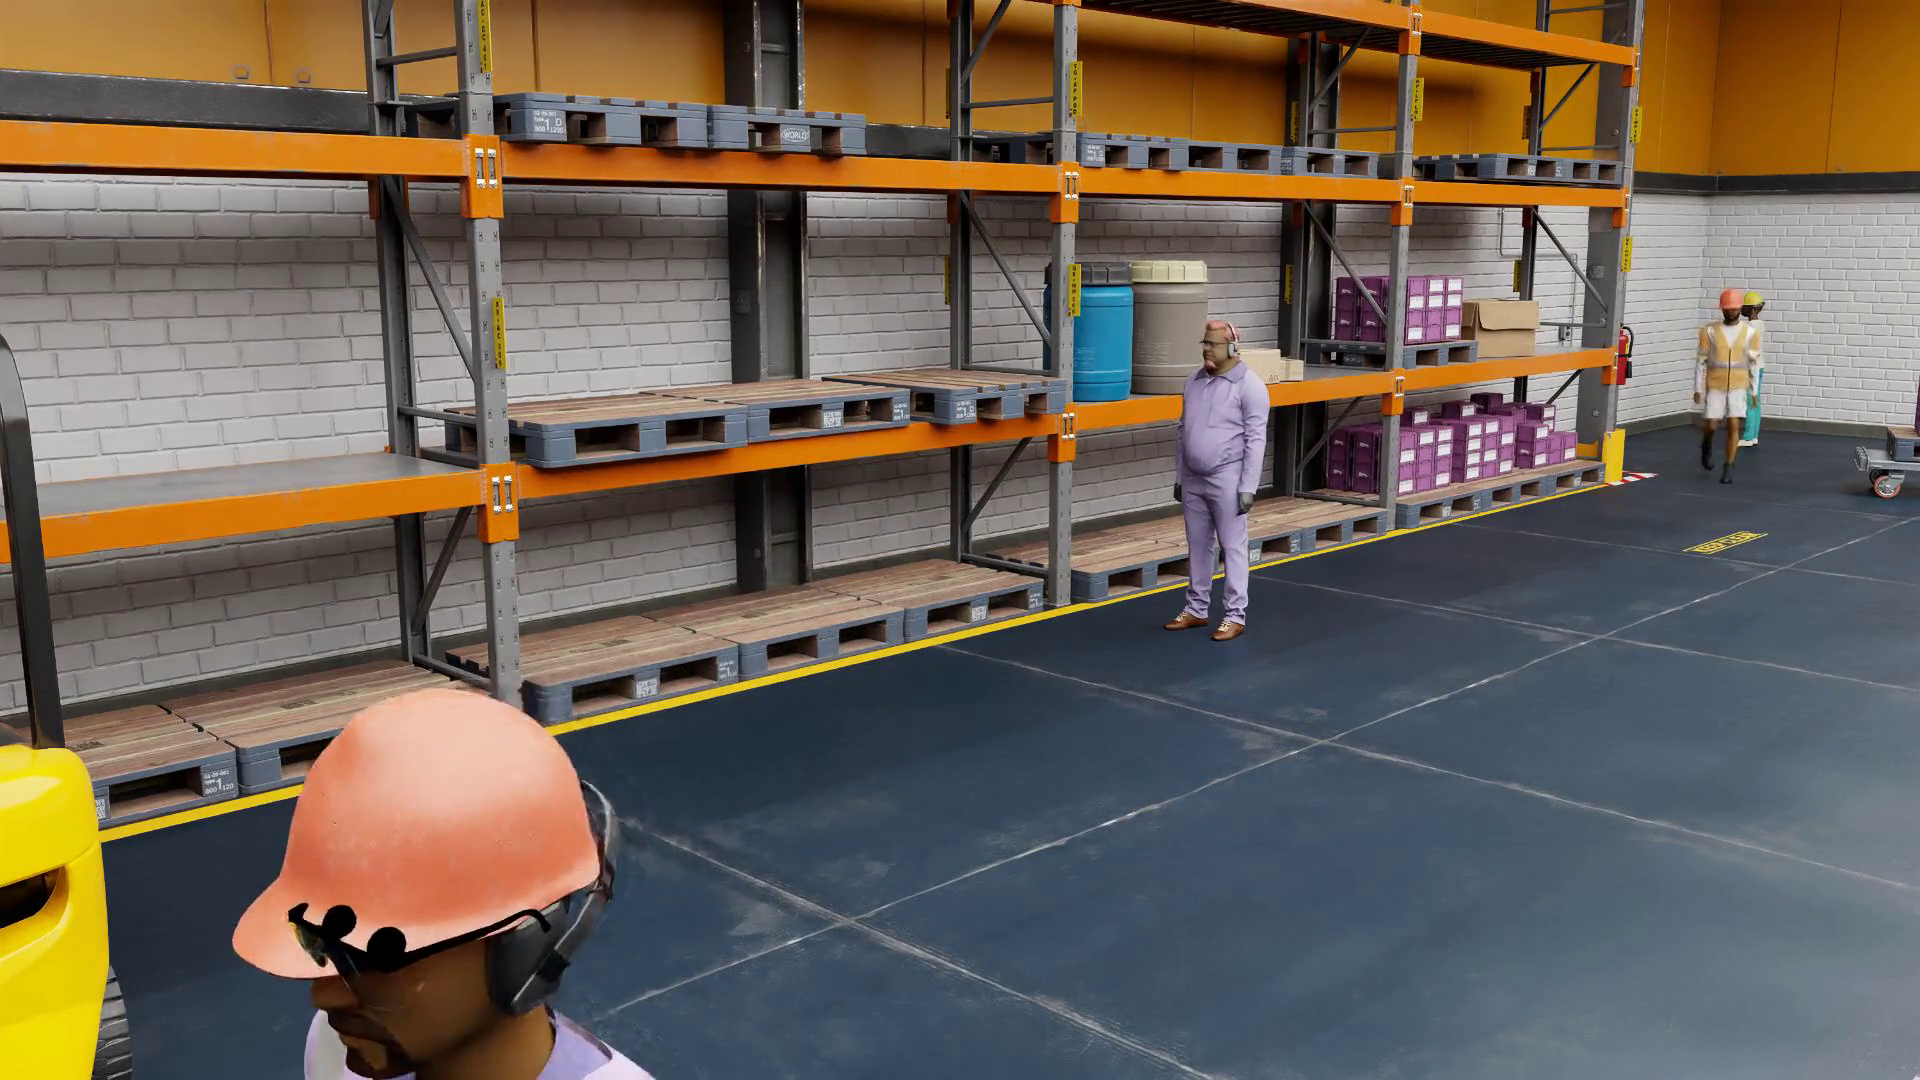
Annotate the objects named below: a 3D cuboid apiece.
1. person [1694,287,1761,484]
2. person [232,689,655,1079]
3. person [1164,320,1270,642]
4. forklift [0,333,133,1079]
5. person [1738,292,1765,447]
[{"bbox_3d":[7.513,-1.525,16.310,0.575,1.912,0.630,4,11,20],"label":"person"},{"bbox_3d":[-0.403,1.099,1.736,0.877,2.016,0.610,-10,14,-44],"label":"person"},{"bbox_3d":[1.521,-0.360,9.963,0.410,1.912,0.643,-9,14,-40],"label":"person"},{"bbox_3d":[-3.289,0.485,4.582,1.214,2.155,2.313,-10,14,-44],"label":"forklift"},{"bbox_3d":[8.979,-1.937,18.956,0.331,1.768,0.526,9,14,41],"label":"person"}]
